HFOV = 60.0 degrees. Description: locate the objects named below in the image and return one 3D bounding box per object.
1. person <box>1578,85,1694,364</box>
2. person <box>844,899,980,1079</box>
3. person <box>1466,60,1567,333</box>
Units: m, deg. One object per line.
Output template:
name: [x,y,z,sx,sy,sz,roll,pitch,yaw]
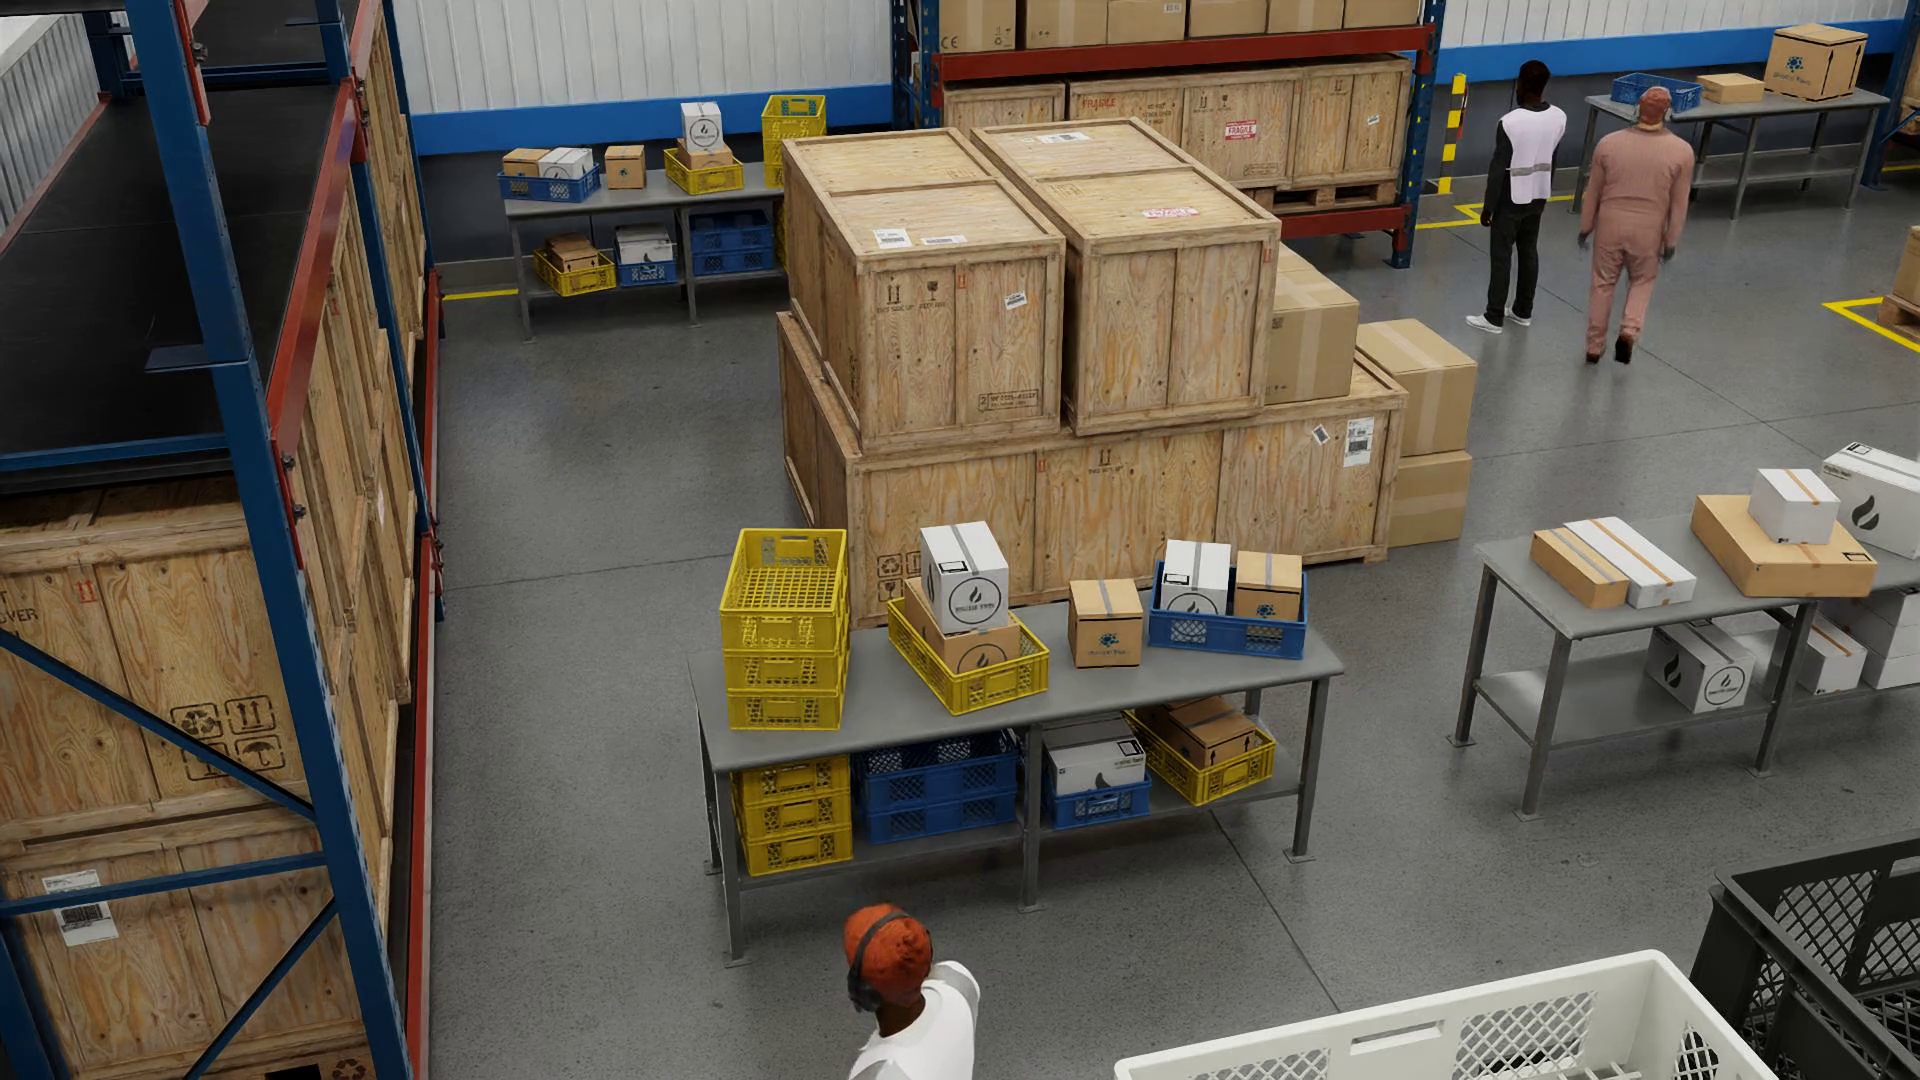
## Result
person: [4.506,-2.082,11.198,0.661,1.895,0.483,13,31,22]
person: [-0.136,1.710,4.326,0.354,1.881,0.576,12,31,20]
person: [3.974,-2.421,11.803,0.584,1.910,0.389,-15,32,-25]
